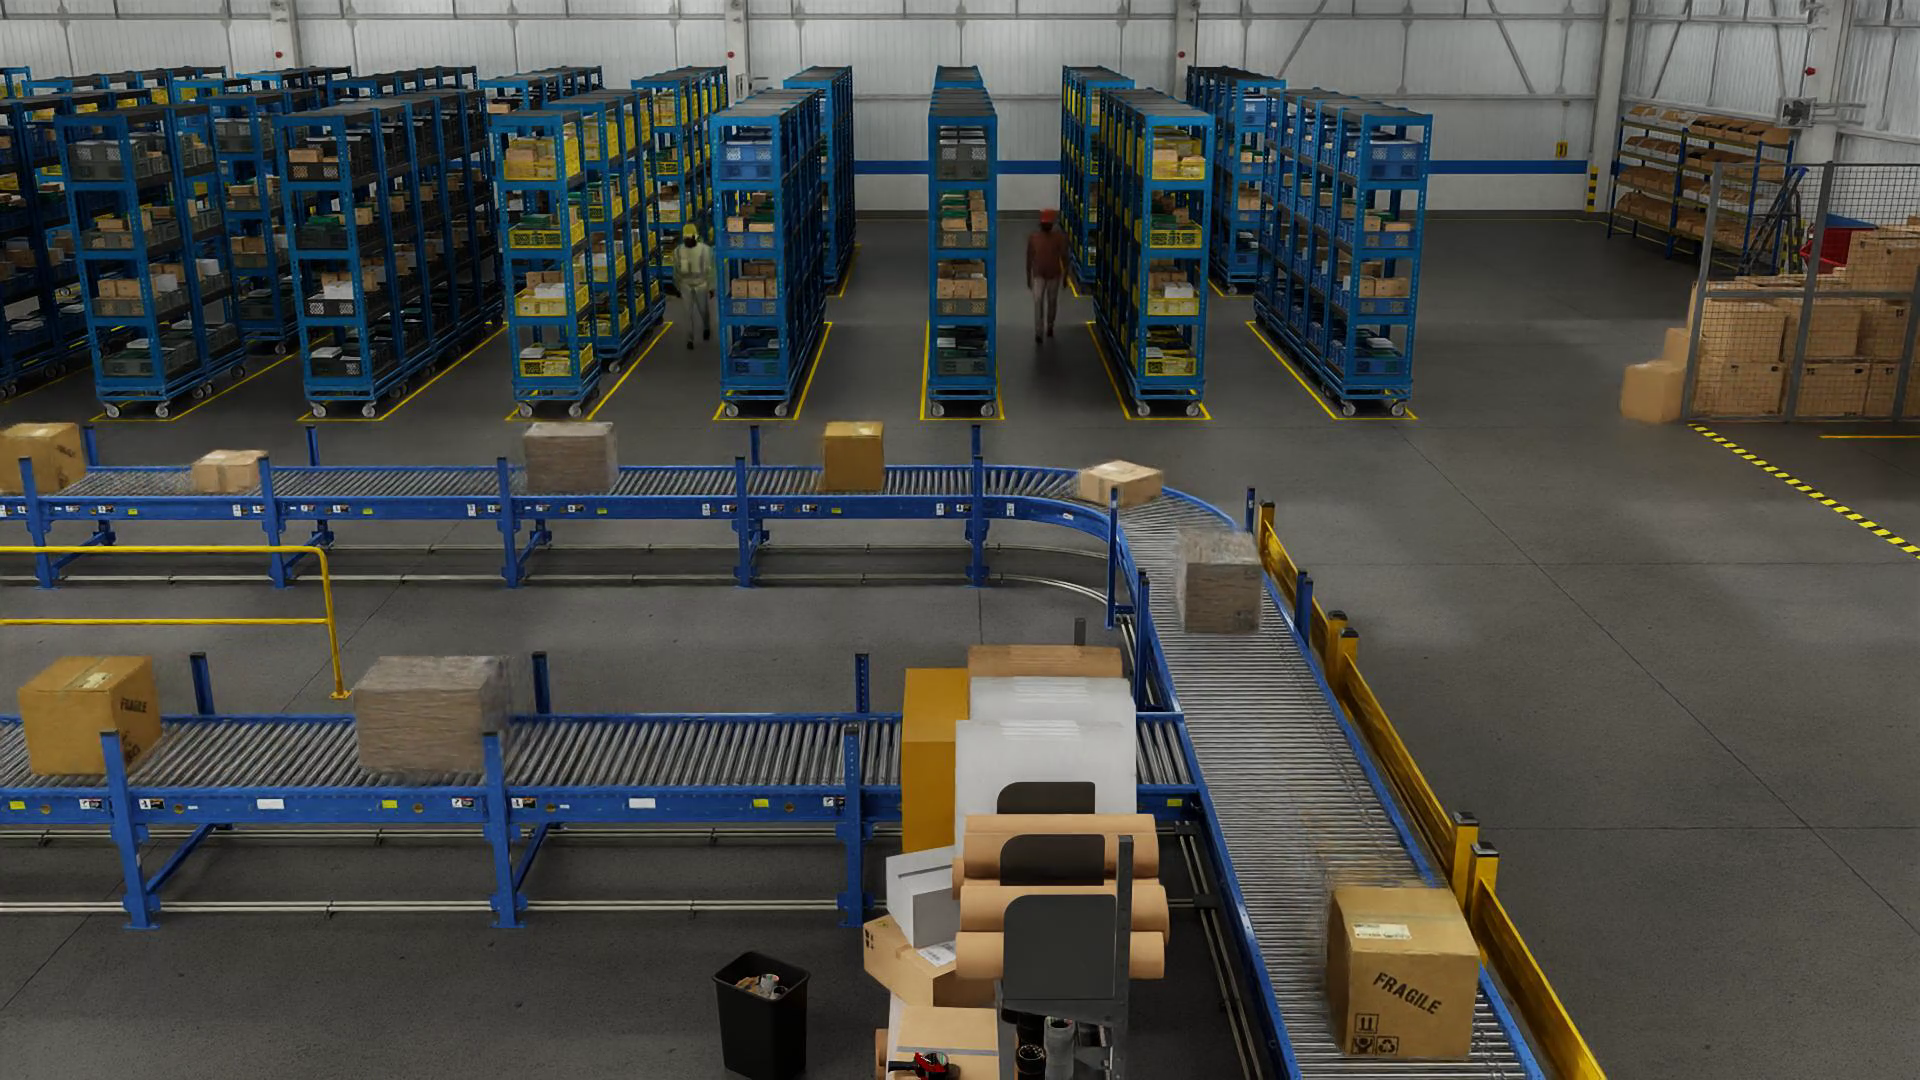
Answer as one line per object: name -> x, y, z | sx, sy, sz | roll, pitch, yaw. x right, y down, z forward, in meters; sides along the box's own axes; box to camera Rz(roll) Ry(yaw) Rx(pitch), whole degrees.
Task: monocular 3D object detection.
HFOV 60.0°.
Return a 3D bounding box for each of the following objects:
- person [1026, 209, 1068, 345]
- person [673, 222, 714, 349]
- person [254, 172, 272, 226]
person -> 1.279, -3.899, 24.515 | 0.618, 1.949, 0.995 | 1, 18, 4
person -> -3.858, -3.724, 24.177 | 0.600, 1.812, 0.766 | 0, 18, 1
person -> -14.112, -6.825, 33.665 | 0.389, 1.850, 0.567 | -4, 18, -11
